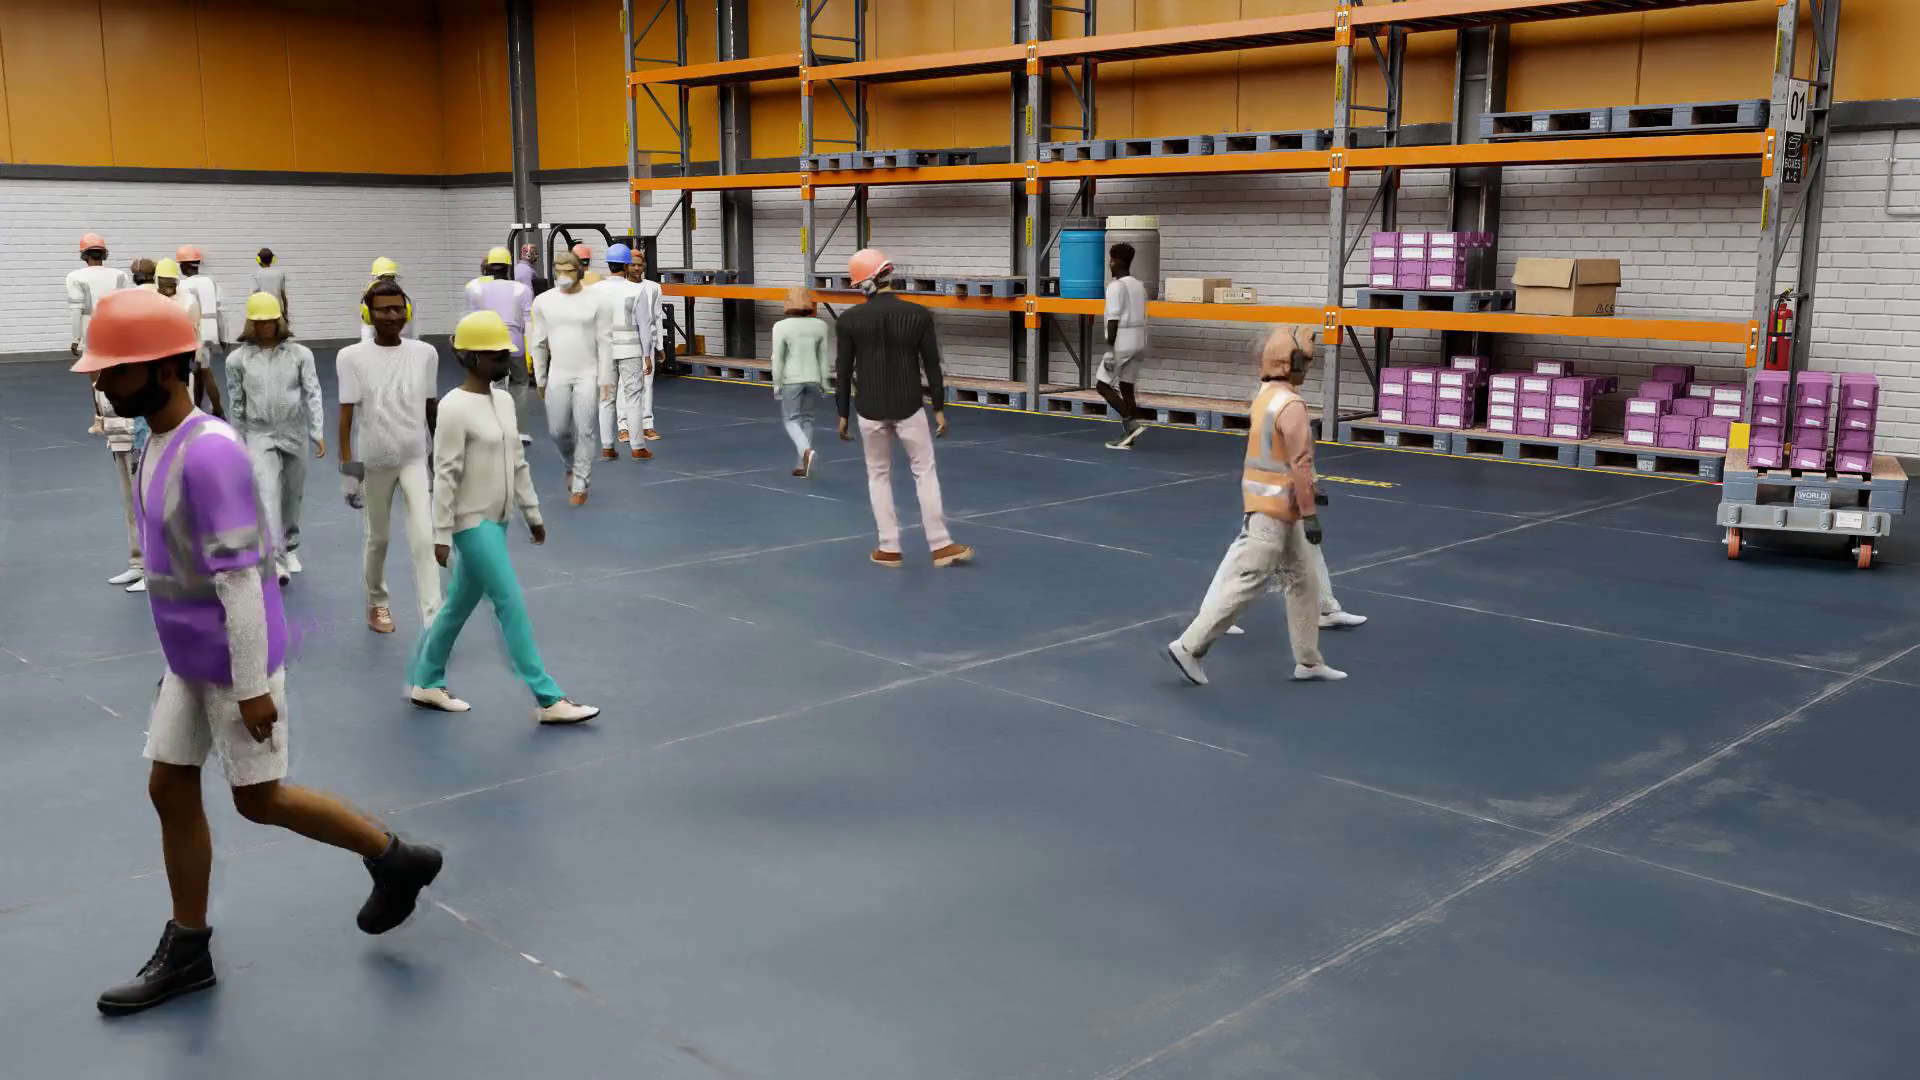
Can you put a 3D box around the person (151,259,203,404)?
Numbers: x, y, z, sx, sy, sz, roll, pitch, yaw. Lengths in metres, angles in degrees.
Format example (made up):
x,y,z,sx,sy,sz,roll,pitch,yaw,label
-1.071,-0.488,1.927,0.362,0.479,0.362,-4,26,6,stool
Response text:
x,y,z,sx,sy,sz,roll,pitch,yaw,label
-7.457,-1.739,15.692,0.606,1.787,0.892,-5,12,-27,person

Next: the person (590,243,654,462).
x,y,z,sx,sy,sz,roll,pitch,yaw,label
-3.039,-1.669,14.897,0.615,1.945,0.404,2,11,11,person

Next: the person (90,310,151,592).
x,y,z,sx,sy,sz,roll,pitch,yaw,label
-4.732,-0.524,9.500,0.315,1.637,0.514,-9,13,-39,person

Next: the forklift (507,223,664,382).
x,y,z,sx,sy,sz,roll,pitch,yaw,label
-5.316,-3.263,22.920,2.313,2.155,1.214,-10,14,-44,forklift

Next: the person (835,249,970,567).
x,y,z,sx,sy,sz,roll,pitch,yaw,label
-0.373,-0.803,10.205,0.787,1.941,0.412,0,10,1,person

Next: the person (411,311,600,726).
x,y,z,sx,sy,sz,roll,pitch,yaw,label
-1.958,-0.089,6.901,0.904,1.714,0.540,2,11,11,person

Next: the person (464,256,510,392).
x,y,z,sx,sy,sz,roll,pitch,yaw,label
-5.301,-2.335,18.977,0.624,1.801,0.950,-5,12,-26,person

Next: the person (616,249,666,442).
x,y,z,sx,sy,sz,roll,pitch,yaw,label
-3.188,-1.909,16.381,0.584,1.882,0.337,-6,12,-31,person

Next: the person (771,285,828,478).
x,y,z,sx,sy,sz,roll,pitch,yaw,label
-1.293,-1.285,13.717,0.504,1.618,0.608,-6,12,-29,person

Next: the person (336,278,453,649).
x,y,z,sx,sy,sz,roll,pitch,yaw,label
-2.790,-0.376,8.216,0.552,1.817,1.000,-6,12,-31,person

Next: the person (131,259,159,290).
x,y,z,sx,sy,sz,roll,pitch,yaw,label
-8.165,-1.943,16.861,1.000,1.785,0.627,5,11,24,person

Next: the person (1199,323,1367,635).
x,y,z,sx,sy,sz,roll,pitch,yaw,label
1.610,-0.293,8.395,0.873,1.591,0.497,2,11,9,person

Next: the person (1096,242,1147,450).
x,y,z,sx,sy,sz,roll,pitch,yaw,label
1.522,-1.809,15.635,0.422,1.952,0.634,8,13,36,person

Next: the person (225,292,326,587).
x,y,z,sx,sy,sz,roll,pitch,yaw,label
-3.975,-0.588,9.699,0.498,1.693,0.920,-6,12,-30,person

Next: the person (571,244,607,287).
x,y,z,sx,sy,sz,roll,pitch,yaw,label
-4.314,-2.471,19.335,0.580,1.924,0.487,-9,14,-41,person

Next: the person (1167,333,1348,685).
x,y,z,sx,sy,sz,roll,pitch,yaw,label
1.345,-0.125,7.450,0.810,1.603,0.534,0,10,-1,person

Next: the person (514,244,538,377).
x,y,z,sx,sy,sz,roll,pitch,yaw,label
-6.153,-3.279,23.817,0.404,1.900,0.645,-5,11,-25,person

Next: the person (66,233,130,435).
x,y,z,sx,sy,sz,roll,pitch,yaw,label
-8.734,-2.085,16.913,0.392,2.039,0.615,9,14,41,person

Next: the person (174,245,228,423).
x,y,z,sx,sy,sz,roll,pitch,yaw,label
-8.151,-2.147,17.595,0.822,1.909,0.583,3,11,14,person

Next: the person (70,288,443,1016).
x,y,z,sx,sy,sz,roll,pitch,yaw,label
-1.878,0.275,4.444,0.836,1.901,0.561,-9,14,-40,person

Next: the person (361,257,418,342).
x,y,z,sx,sy,sz,roll,pitch,yaw,label
-5.448,-1.799,15.968,0.536,1.817,0.598,9,14,42,person

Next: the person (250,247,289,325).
x,y,z,sx,sy,sz,roll,pitch,yaw,label
-9.672,-3.177,23.398,0.521,1.856,0.491,-10,14,-42,person

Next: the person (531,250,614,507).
x,y,z,sx,sy,sz,roll,pitch,yaw,label
-2.898,-1.223,12.563,0.631,1.919,0.577,0,10,1,person

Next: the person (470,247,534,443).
x,y,z,sx,sy,sz,roll,pitch,yaw,label
-4.331,-1.831,15.881,0.628,1.904,0.695,-1,10,-5,person
